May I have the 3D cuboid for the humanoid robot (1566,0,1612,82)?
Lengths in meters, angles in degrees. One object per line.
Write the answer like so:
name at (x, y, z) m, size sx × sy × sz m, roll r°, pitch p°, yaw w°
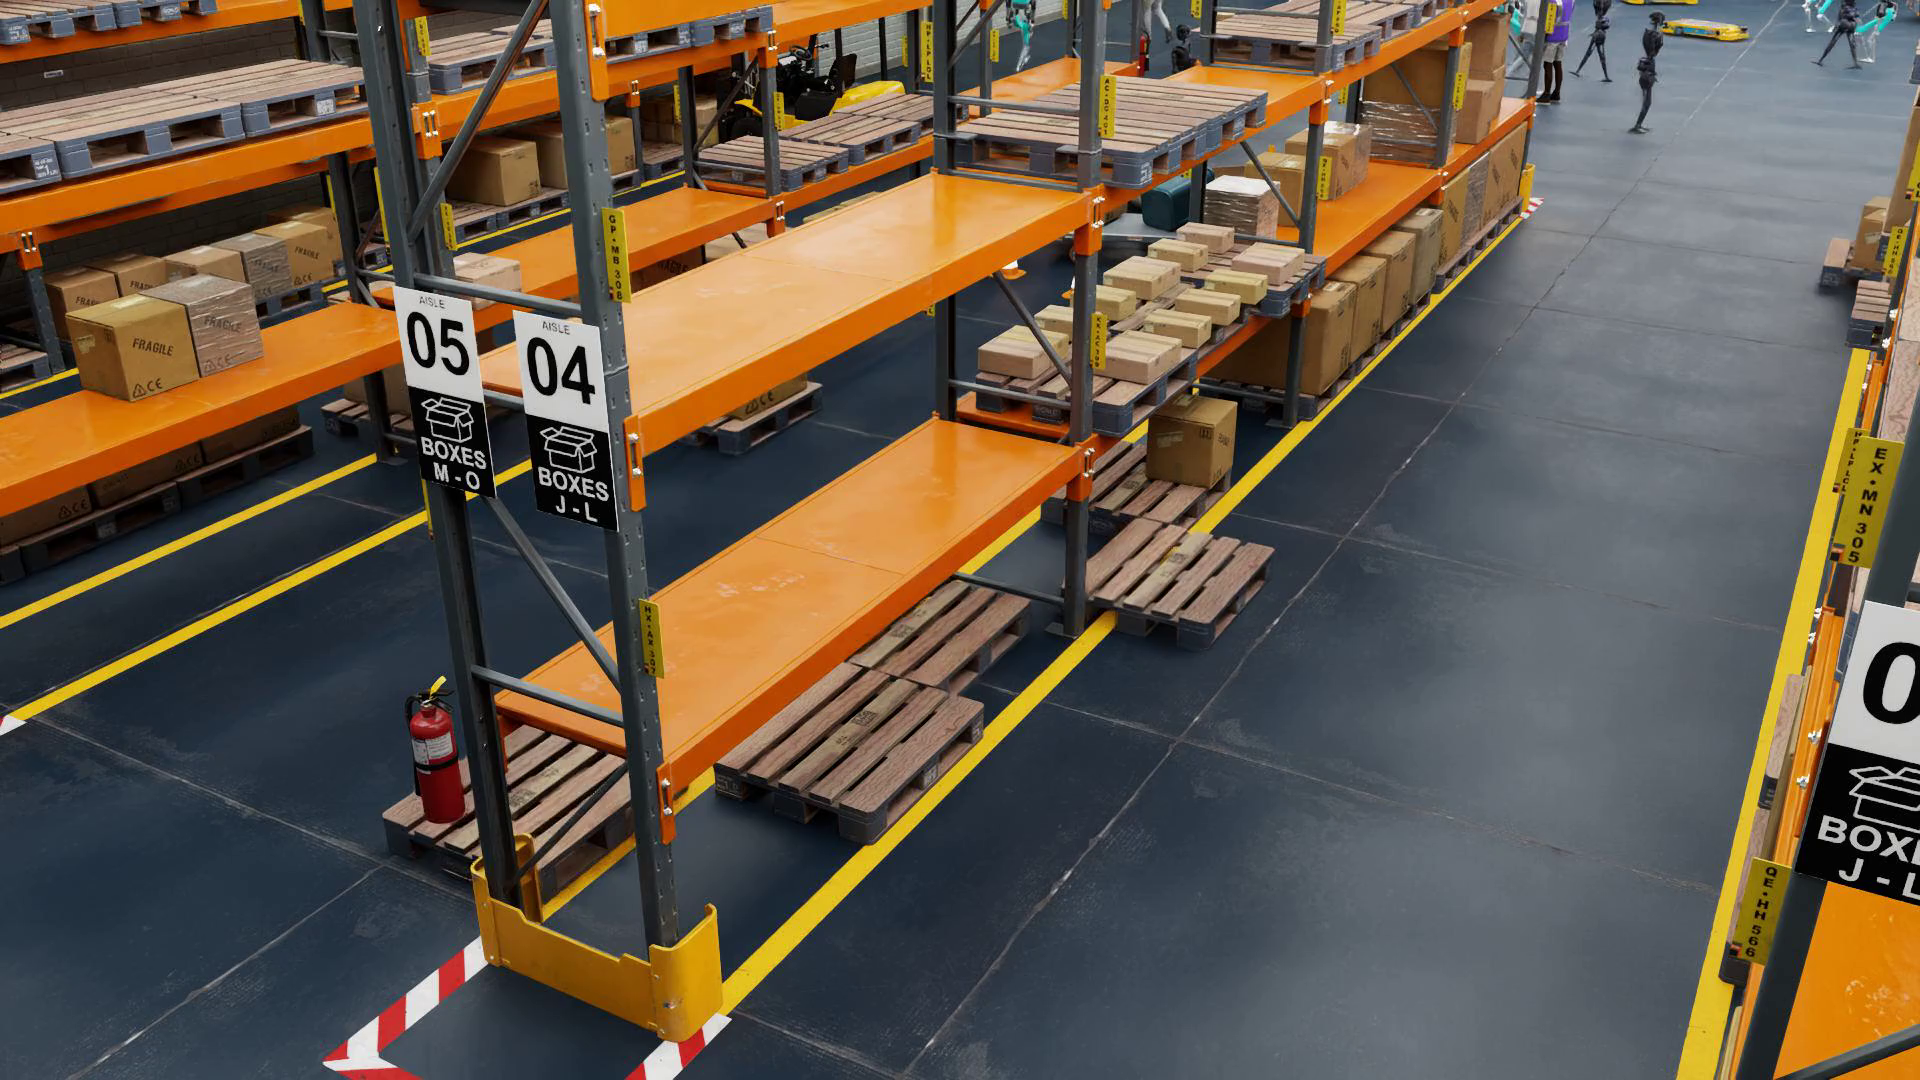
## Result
humanoid robot at (10.328, -8.293, 26.989) m, size 0.734 × 1.625 × 0.608 m, roll 10°, pitch 27°, yaw 20°

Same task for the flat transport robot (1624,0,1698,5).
flat transport robot at (14.802, -11.493, 35.224) m, size 1.431 × 0.231 × 0.659 m, roll 2°, pitch 26°, yaw 3°

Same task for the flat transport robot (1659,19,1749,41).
flat transport robot at (14.000, -9.597, 31.283) m, size 0.659 × 0.231 × 1.431 m, roll -19°, pitch 31°, yaw -33°

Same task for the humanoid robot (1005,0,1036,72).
humanoid robot at (1.100, -8.808, 28.026) m, size 0.540 × 1.781 × 1.034 m, roll 10°, pitch 27°, yaw 19°

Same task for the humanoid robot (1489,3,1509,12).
humanoid robot at (9.322, -9.272, 28.887) m, size 0.538 × 1.750 × 0.709 m, roll -4°, pitch 26°, yaw -8°

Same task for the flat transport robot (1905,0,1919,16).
flat transport robot at (19.449, -10.400, 32.953) m, size 0.659 × 0.231 × 1.431 m, roll 8°, pitch 27°, yaw 16°

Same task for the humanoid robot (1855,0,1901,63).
humanoid robot at (15.719, -9.032, 28.476) m, size 0.540 × 1.819 × 0.748 m, roll -17°, pitch 30°, yaw -31°

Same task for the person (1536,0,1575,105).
person at (9.013, -7.611, 25.217) m, size 0.601 × 1.959 × 0.372 m, roll -20°, pitch 32°, yaw -36°

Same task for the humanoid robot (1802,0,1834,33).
humanoid robot at (16.155, -10.278, 30.988) m, size 0.966 × 1.740 × 0.554 m, roll -10°, pitch 27°, yaw -20°

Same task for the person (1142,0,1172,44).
person at (3.512, -9.903, 30.045) m, size 0.693 × 1.895 × 0.710 m, roll -17°, pitch 31°, yaw -32°

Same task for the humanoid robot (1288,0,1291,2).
humanoid robot at (7.227, -11.993, 34.596) m, size 0.915 × 1.784 × 0.541 m, roll -3°, pitch 26°, yaw -6°

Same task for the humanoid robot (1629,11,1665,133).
humanoid robot at (9.698, -6.591, 23.401) m, size 0.344 × 1.652 × 0.602 m, roll 9°, pitch 27°, yaw 18°

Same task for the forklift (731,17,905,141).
forklift at (-1.819, -5.975, 21.543) m, size 2.313 × 2.155 × 1.214 m, roll 14°, pitch 29°, yaw 26°

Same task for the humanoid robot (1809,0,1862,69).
humanoid robot at (14.942, -8.788, 28.040) m, size 0.616 × 1.609 × 0.821 m, roll -22°, pitch 33°, yaw -37°

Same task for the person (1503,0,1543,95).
person at (8.854, -7.831, 25.757) m, size 0.635 × 1.892 × 0.601 m, roll -12°, pitch 28°, yaw -23°

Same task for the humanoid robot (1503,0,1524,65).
humanoid robot at (9.489, -8.834, 28.141) m, size 0.797 × 1.886 × 0.541 m, roll 22°, pitch 34°, yaw 38°

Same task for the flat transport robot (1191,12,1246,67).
flat transport robot at (4.511, -7.997, 27.959) m, size 1.431 × 0.231 × 0.659 m, roll 2°, pitch 26°, yaw 3°

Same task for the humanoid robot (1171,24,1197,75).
humanoid robot at (3.089, -6.080, 22.359) m, size 0.466 × 1.647 × 0.598 m, roll 21°, pitch 33°, yaw 37°
